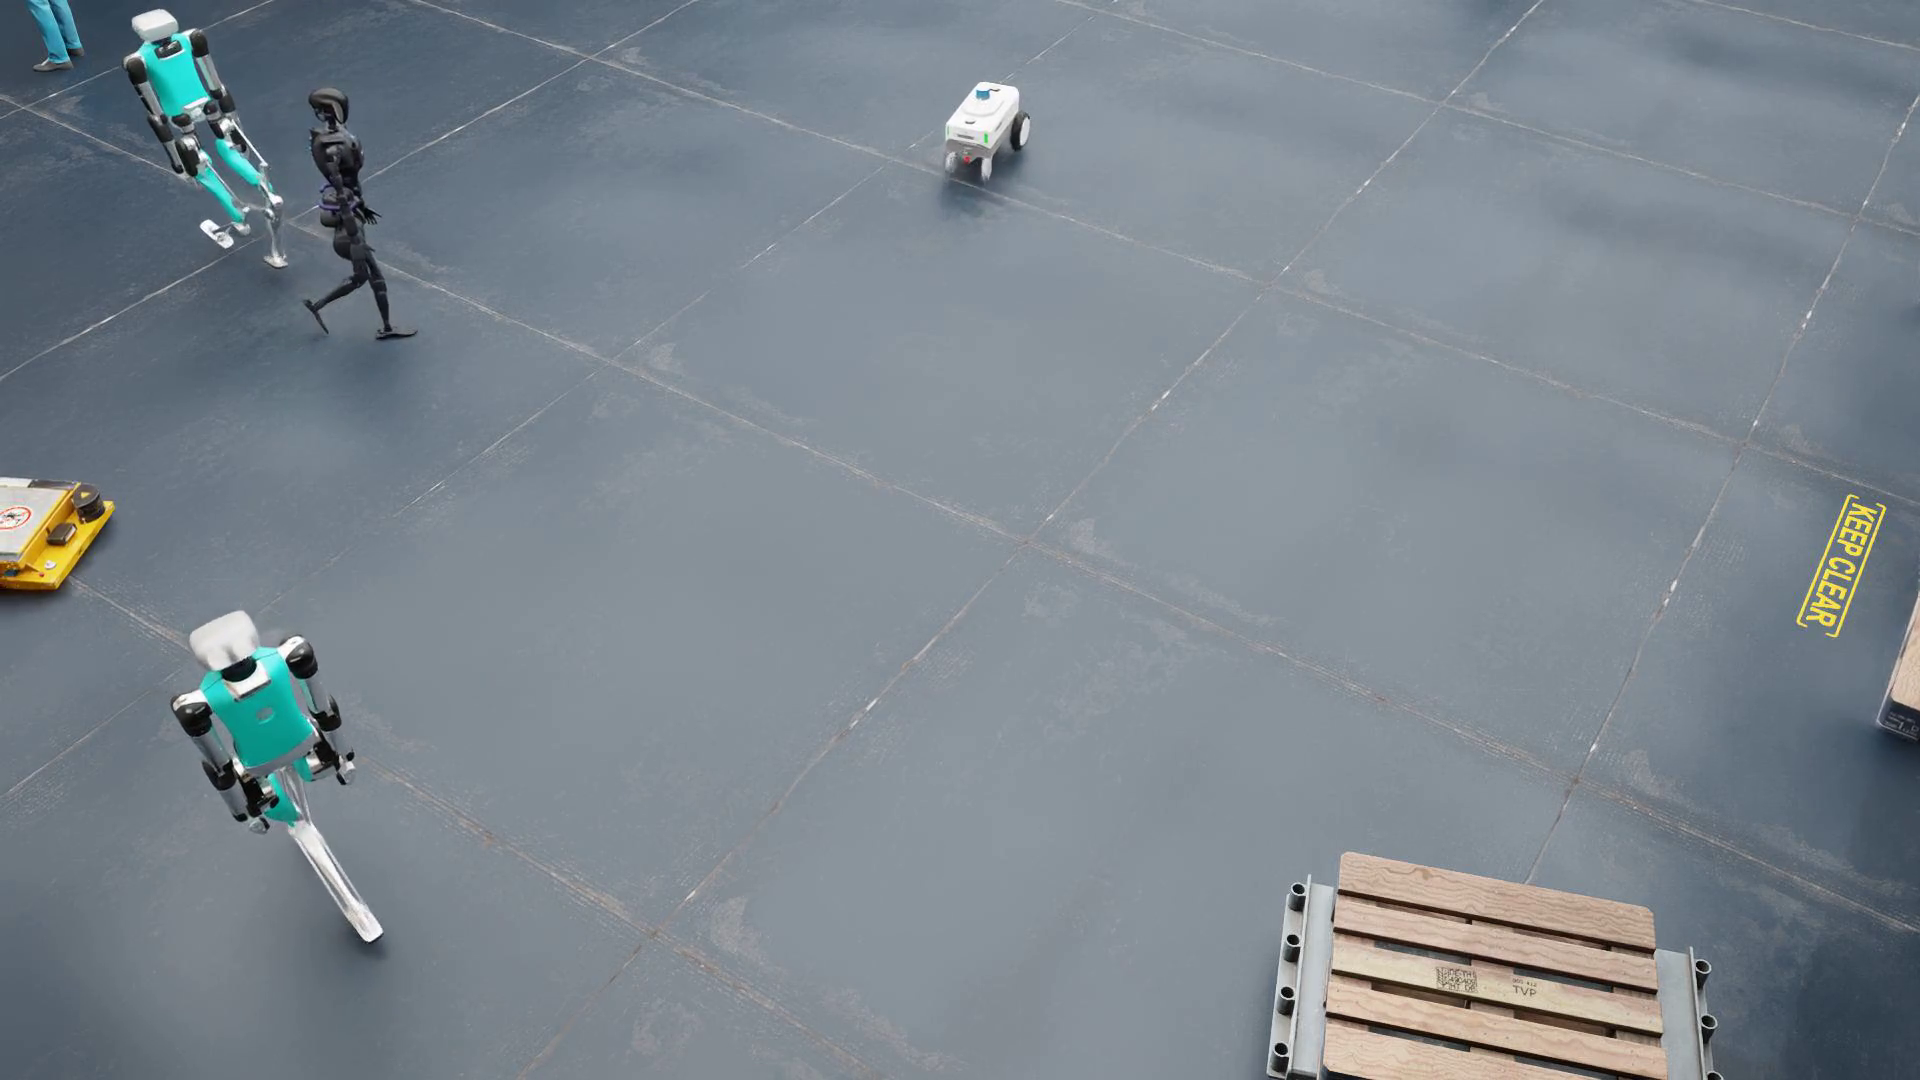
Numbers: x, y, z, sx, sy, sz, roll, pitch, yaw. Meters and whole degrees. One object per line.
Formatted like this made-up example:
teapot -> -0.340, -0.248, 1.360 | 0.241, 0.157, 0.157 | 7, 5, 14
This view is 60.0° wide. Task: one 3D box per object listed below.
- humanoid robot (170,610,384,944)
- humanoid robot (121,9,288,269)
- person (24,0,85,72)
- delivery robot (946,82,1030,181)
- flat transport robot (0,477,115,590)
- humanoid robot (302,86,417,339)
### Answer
humanoid robot -> -2.811, 0.856, 6.752 | 0.555, 1.761, 1.042 | -30, 50, -29
humanoid robot -> -4.607, -2.390, 10.355 | 1.051, 1.723, 0.561 | 29, 49, 28
person -> -7.106, -4.466, 12.593 | 0.389, 1.847, 0.563 | 2, 42, 2
delivery robot -> 0.170, -2.971, 11.898 | 0.499, 0.606, 0.796 | 14, 44, 15
flat transport robot -> -5.347, -0.053, 8.839 | 1.431, 0.231, 0.659 | 4, 42, 4
humanoid robot -> -3.720, -1.893, 9.855 | 0.642, 1.623, 0.589 | -10, 43, -11
